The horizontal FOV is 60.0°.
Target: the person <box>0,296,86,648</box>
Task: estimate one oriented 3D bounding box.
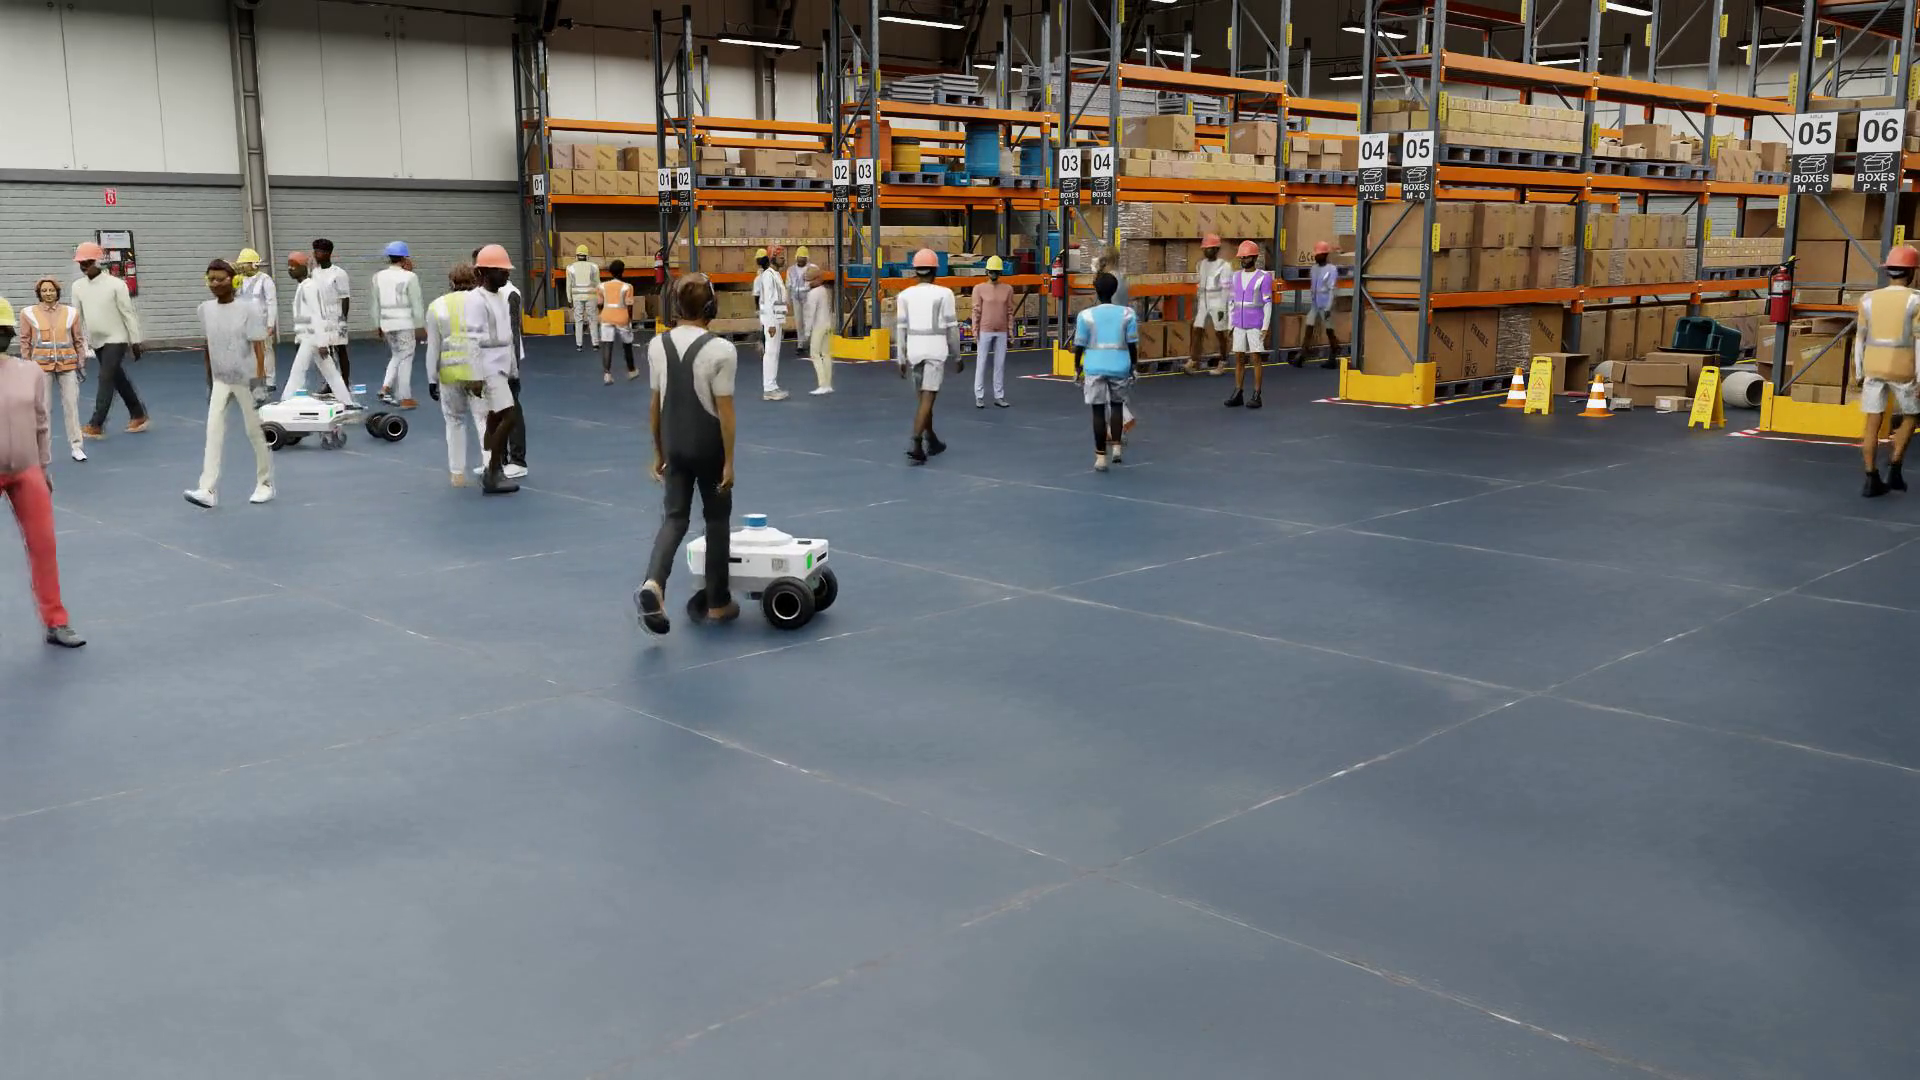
[{"bbox_3d":[-4.734,-0.344,8.190,0.704,1.764,0.532,7,12,33],"label":"person"}]

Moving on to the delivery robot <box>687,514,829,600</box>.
[{"bbox_3d":[-1.066,0.107,8.761,0.707,0.478,0.477,2,11,12],"label":"delivery robot"}]

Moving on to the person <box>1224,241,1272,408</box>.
[{"bbox_3d":[3.363,-2.524,19.473,0.551,1.935,0.371,9,14,40],"label":"person"}]

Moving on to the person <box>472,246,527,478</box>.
[{"bbox_3d":[-3.861,-1.489,13.908,0.589,1.912,0.376,8,13,37],"label":"person"}]

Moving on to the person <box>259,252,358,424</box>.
[{"bbox_3d":[-6.870,-2.095,17.437,1.023,1.816,0.608,-4,11,-19],"label":"person"}]

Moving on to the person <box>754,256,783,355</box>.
[{"bbox_3d":[-3.095,-3.699,26.554,0.513,1.685,0.543,10,15,44],"label":"person"}]

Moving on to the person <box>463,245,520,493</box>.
[{"bbox_3d":[-3.547,-1.310,12.879,0.496,1.923,0.569,1,10,7],"label":"person"}]

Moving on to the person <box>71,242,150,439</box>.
[{"bbox_3d":[-8.549,-2.000,16.645,0.625,1.931,1.042,3,11,16],"label":"person"}]

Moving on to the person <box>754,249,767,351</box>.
[{"bbox_3d":[-3.387,-4.137,28.739,0.326,1.767,0.533,-7,13,-34],"label":"person"}]

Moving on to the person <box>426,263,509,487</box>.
[{"bbox_3d":[-3.878,-1.289,13.172,0.652,1.795,0.928,-4,11,-21],"label":"person"}]

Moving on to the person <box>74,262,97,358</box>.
[{"bbox_3d":[-14.345,-3.942,27.460,0.512,1.852,0.571,7,12,33],"label":"person"}]

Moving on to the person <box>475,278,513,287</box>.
[{"bbox_3d":[-4.840,-2.036,17.143,0.660,1.822,0.605,-7,12,-32],"label":"person"}]

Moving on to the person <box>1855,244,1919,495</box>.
[{"bbox_3d":[7.232,-1.309,12.875,0.496,1.924,0.569,-8,13,-38],"label":"person"}]

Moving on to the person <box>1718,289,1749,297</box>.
[{"bbox_3d":[14.604,-4.548,31.468,0.864,1.584,0.497,-6,12,-30],"label":"person"}]

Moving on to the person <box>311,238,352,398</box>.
[{"bbox_3d":[-7.805,-2.747,20.609,0.608,1.966,0.371,6,12,30],"label":"person"}]

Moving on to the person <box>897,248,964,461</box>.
[{"bbox_3d":[-0.314,-1.670,14.965,0.558,1.896,0.991,5,12,25],"label":"person"}]

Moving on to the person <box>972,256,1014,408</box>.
[{"bbox_3d":[0.395,-2.431,19.441,0.528,1.765,0.328,-4,11,-21],"label":"person"}]

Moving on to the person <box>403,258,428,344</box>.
[{"bbox_3d":[-10.106,-4.385,30.562,0.512,1.595,0.850,10,15,44],"label":"person"}]

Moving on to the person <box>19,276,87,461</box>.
[{"bbox_3d":[-8.045,-1.514,14.780,0.511,1.641,0.307,-7,13,-35],"label":"person"}]

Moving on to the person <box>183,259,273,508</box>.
[{"bbox_3d":[-5.388,-1.142,12.257,0.556,1.822,0.961,1,10,5],"label":"person"}]

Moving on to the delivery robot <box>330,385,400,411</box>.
[{"bbox_3d":[-5.875,-1.406,16.303,0.698,0.223,0.335,-8,13,-36],"label":"delivery robot"}]

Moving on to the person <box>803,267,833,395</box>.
[{"bbox_3d":[-1.792,-2.660,21.108,0.297,1.610,0.626,3,11,16],"label":"person"}]

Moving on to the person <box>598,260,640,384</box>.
[{"bbox_3d":[-4.666,-2.978,22.710,0.552,1.651,0.878,2,11,9],"label":"person"}]

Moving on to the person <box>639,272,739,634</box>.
[{"bbox_3d":[-1.365,-0.430,8.378,0.526,1.826,0.800,3,11,18],"label":"person"}]

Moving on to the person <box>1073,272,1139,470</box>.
[{"bbox_3d":[1.242,-1.455,14.310,0.559,1.677,0.489,-1,10,-4],"label":"person"}]

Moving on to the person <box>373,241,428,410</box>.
[{"bbox_3d":[-6.467,-2.478,19.246,0.627,1.934,0.437,5,12,25],"label":"person"}]

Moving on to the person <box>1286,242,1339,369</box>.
[{"bbox_3d":[5.348,-3.498,24.903,0.962,1.888,0.573,-7,13,-34],"label":"person"}]

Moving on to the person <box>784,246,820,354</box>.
[{"bbox_3d":[-2.667,-4.029,27.991,0.610,1.813,0.486,4,11,21],"label":"person"}]

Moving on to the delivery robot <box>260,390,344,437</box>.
[{"bbox_3d":[-6.246,-1.187,15.814,0.707,0.478,0.477,0,10,0],"label":"delivery robot"}]

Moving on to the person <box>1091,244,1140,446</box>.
[{"bbox_3d":[1.425,-1.857,15.896,0.469,1.915,0.643,3,11,15],"label":"person"}]

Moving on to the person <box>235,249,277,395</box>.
[{"bbox_3d":[-8.910,-2.755,21.015,0.601,1.830,0.403,5,11,25],"label":"person"}]

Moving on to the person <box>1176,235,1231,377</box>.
[{"bbox_3d":[3.486,-3.299,23.528,1.003,1.995,0.639,-10,14,-42],"label":"person"}]

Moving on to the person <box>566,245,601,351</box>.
[{"bbox_3d":[-6.545,-4.213,28.963,0.590,1.835,0.404,-2,11,-9],"label":"person"}]

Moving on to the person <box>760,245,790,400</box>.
[{"bbox_3d":[-2.285,-2.681,20.475,0.337,1.882,0.584,0,10,3],"label":"person"}]
